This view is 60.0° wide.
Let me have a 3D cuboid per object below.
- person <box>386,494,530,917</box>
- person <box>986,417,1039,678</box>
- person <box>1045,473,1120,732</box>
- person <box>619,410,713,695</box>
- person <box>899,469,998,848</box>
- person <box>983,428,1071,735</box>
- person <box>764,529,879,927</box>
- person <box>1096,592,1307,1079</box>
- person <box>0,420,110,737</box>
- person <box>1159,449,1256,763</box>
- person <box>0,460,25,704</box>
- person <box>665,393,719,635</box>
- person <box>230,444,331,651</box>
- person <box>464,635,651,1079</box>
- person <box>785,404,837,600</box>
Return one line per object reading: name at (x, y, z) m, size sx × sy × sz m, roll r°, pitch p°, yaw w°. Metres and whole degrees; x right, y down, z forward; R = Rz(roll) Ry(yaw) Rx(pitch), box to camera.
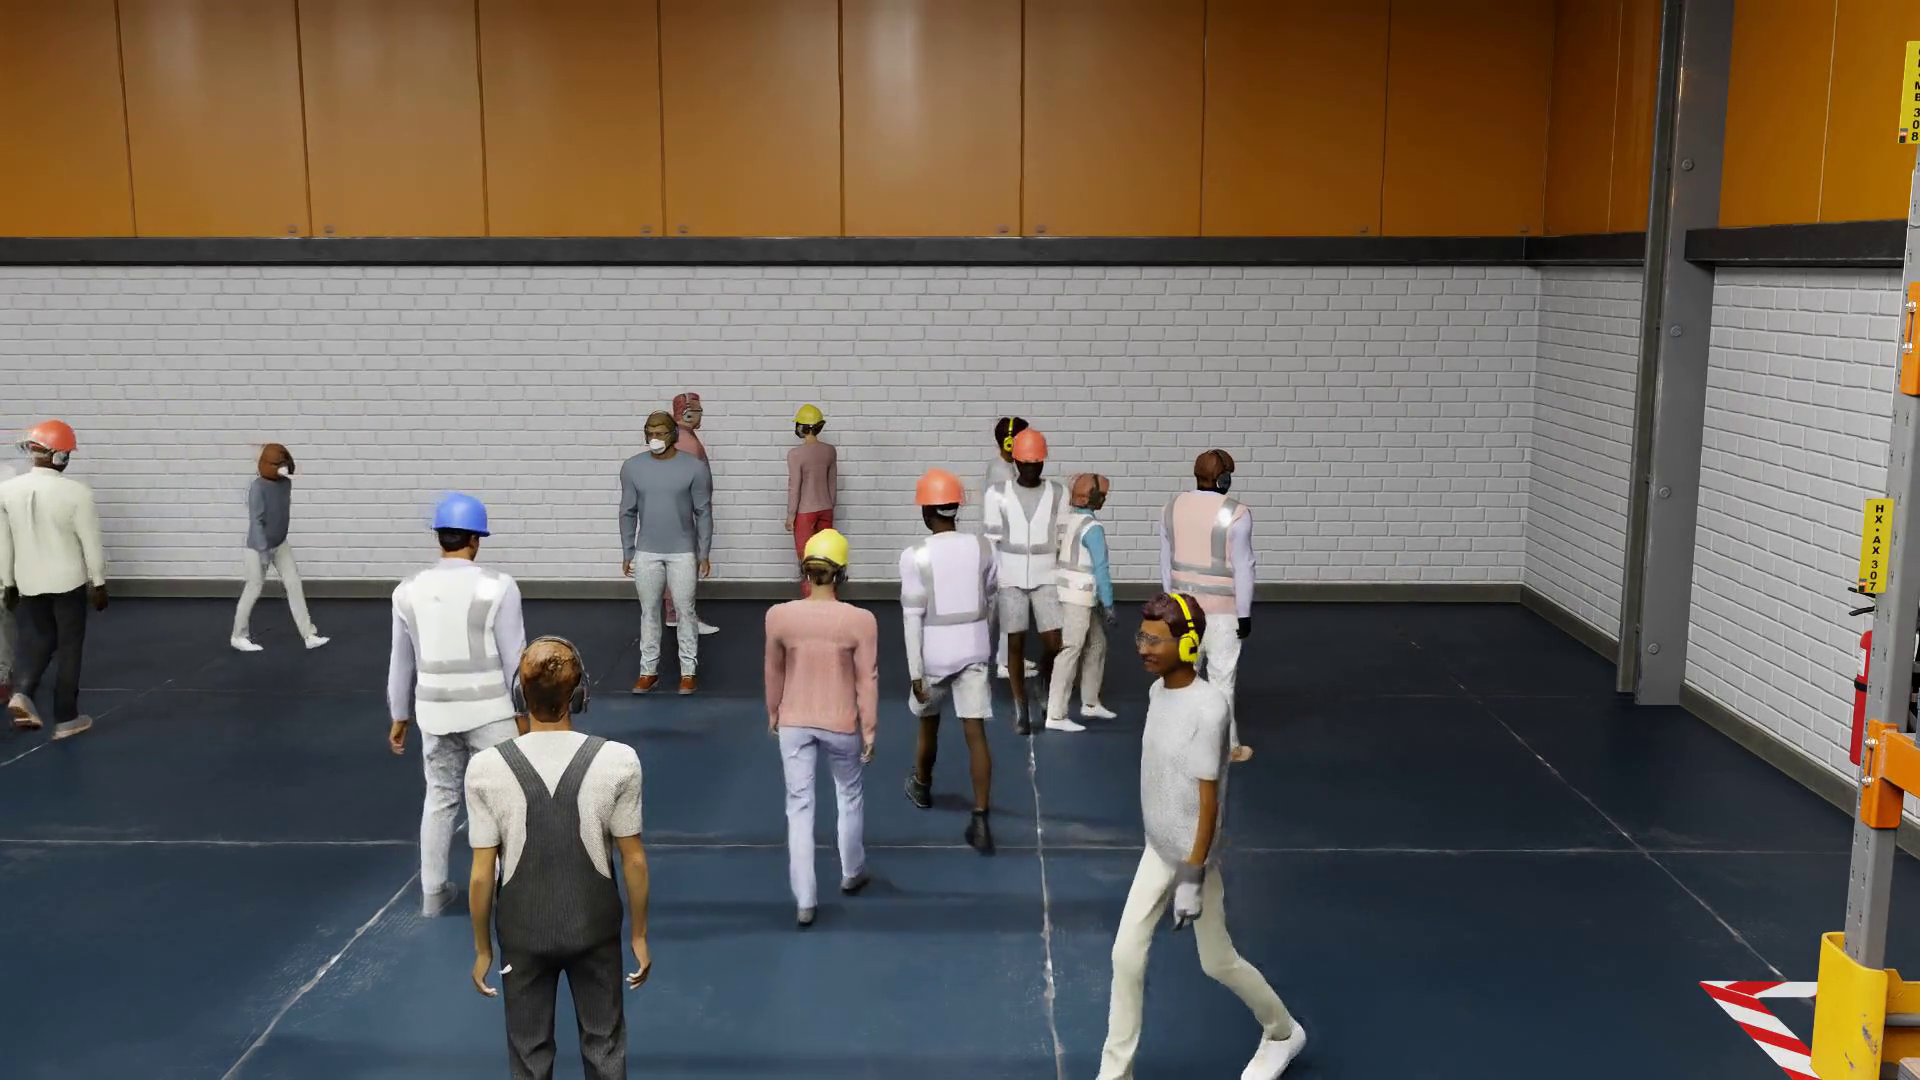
person at (-2.142, 0.767, 7.279) m, size 0.789 × 1.920 × 0.536 m, roll 3°, pitch 10°, yaw 15°
person at (0.400, 0.057, 11.682) m, size 0.455 × 1.855 × 0.532 m, roll -1°, pitch 9°, yaw -3°
person at (0.805, 0.392, 10.383) m, size 0.651 × 1.611 × 0.553 m, roll -2°, pitch 10°, yaw -12°
person at (-1.985, 0.088, 11.251) m, size 0.633 × 1.938 × 0.356 m, roll 1°, pitch 10°, yaw 4°
person at (-0.054, 0.580, 8.521) m, size 0.553 × 1.883 × 1.037 m, roll -3°, pitch 10°, yaw -17°
person at (0.417, 0.257, 10.308) m, size 0.561 × 1.923 × 0.442 m, roll 0°, pitch 9°, yaw -2°
person at (-0.614, 0.811, 7.508) m, size 0.542 × 1.735 × 0.770 m, roll 1°, pitch 10°, yaw 5°
person at (0.818, 1.069, 5.723) m, size 0.938 × 1.834 × 0.519 m, roll -4°, pitch 10°, yaw -25°
person at (-5.555, 0.252, 10.168) m, size 0.620 × 1.966 × 0.526 m, roll 1°, pitch 10°, yaw 5°
person at (1.464, 0.386, 9.760) m, size 0.624 × 1.844 × 0.430 m, roll 9°, pitch 13°, yaw 43°
person at (-6.382, 0.174, 10.828) m, size 0.633 × 1.916 × 0.742 m, roll -4°, pitch 10°, yaw -21°
person at (-2.144, -0.211, 13.139) m, size 0.403 × 1.906 × 0.651 m, roll -5°, pitch 11°, yaw -29°
person at (-5.123, 0.067, 12.421) m, size 0.857 × 1.585 × 0.527 m, roll 2°, pitch 10°, yaw 14°
person at (-1.183, 1.189, 4.936) m, size 0.520 × 1.844 × 0.330 m, roll -2°, pitch 10°, yaw -13°
person at (-1.225, -0.231, 13.664) m, size 0.296 × 1.772 × 0.533 m, roll 8°, pitch 13°, yaw 41°
